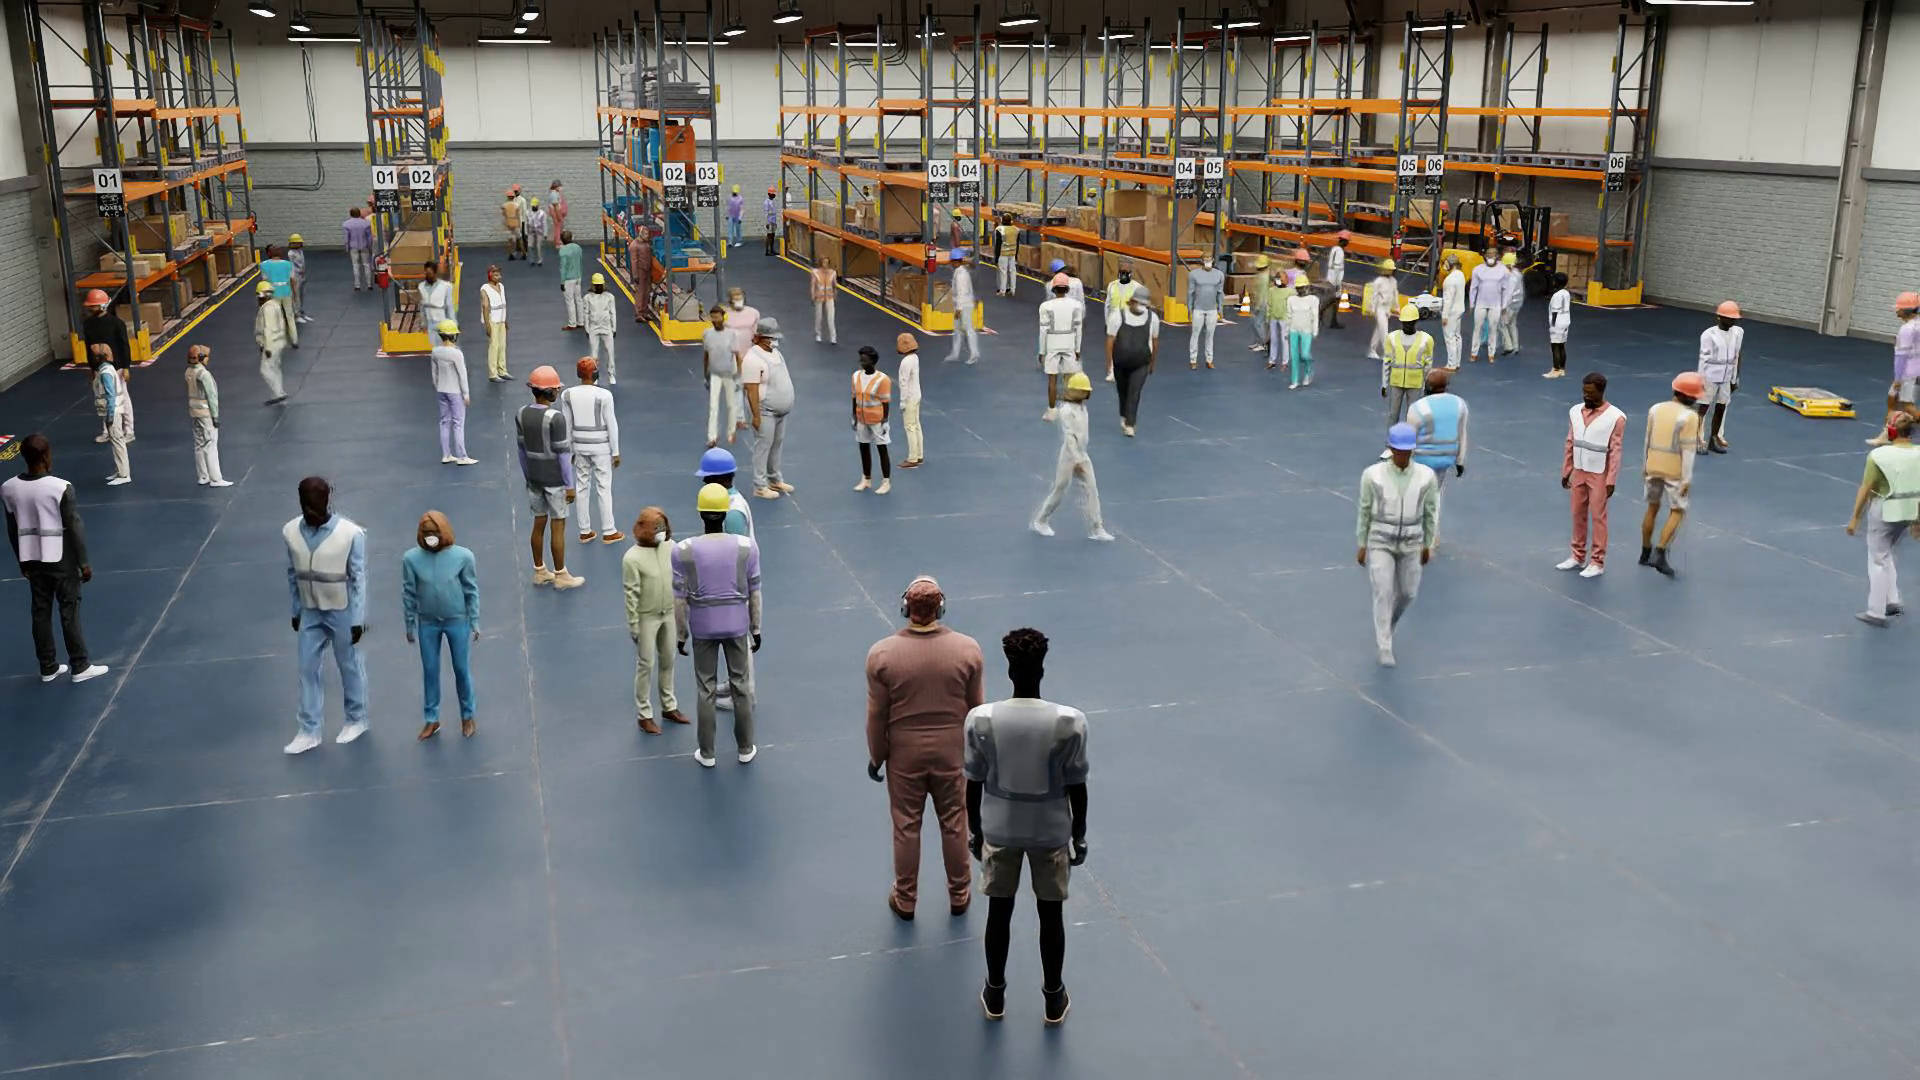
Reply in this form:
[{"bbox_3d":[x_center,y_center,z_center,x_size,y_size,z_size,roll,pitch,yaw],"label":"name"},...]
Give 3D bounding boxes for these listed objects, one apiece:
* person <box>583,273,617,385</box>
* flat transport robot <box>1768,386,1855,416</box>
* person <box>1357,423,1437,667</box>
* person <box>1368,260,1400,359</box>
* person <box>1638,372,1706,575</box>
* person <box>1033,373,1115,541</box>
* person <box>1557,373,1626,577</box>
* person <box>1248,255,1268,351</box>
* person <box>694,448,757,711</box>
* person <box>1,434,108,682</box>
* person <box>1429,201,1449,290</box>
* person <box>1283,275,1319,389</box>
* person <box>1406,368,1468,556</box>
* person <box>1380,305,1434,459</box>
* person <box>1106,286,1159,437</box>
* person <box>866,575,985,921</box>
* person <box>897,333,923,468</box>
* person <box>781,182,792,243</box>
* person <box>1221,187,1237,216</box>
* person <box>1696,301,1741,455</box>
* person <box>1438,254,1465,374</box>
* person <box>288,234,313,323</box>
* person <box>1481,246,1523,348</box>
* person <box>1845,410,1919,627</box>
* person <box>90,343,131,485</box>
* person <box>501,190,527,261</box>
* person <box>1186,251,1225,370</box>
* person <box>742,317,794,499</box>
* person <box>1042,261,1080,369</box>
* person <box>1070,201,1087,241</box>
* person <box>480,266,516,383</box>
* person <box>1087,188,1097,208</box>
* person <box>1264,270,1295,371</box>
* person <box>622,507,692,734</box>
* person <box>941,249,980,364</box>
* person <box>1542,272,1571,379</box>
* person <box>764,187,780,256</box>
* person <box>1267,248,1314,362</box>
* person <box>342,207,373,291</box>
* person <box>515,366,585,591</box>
[{"bbox_3d":[-5.584,-3.278,25.863,0.486,1.736,0.320,-3,15,-12],"label":"person"},{"bbox_3d":[12.203,-2.001,23.858,0.652,0.197,1.431,1,15,5],"label":"flat transport robot"},{"bbox_3d":[3.428,0.000,13.152,0.612,1.929,0.676,1,15,2],"label":"person"},{"bbox_3d":[7.266,-3.890,28.208,0.510,1.694,0.876,-10,18,-32],"label":"person"},{"bbox_3d":[6.577,-0.643,15.625,0.561,1.910,0.685,-8,17,-27],"label":"person"},{"bbox_3d":[1.137,-0.843,16.755,0.848,1.701,0.491,10,18,33],"label":"person"},{"bbox_3d":[5.892,-0.620,15.536,0.411,1.907,0.600,-8,17,-29],"label":"person"},{"bbox_3d":[5.264,-4.159,29.217,0.379,1.707,0.604,-1,15,-4],"label":"person"},{"bbox_3d":[-1.692,0.276,12.106,0.420,1.937,0.607,-4,15,-15],"label":"person"},{"bbox_3d":[-6.898,0.147,12.612,0.593,1.922,0.391,2,15,7],"label":"person"},{"bbox_3d":[11.139,-6.846,38.714,0.404,2.034,0.609,1,15,3],"label":"person"},{"bbox_3d":[5.199,-3.180,25.456,0.541,1.750,0.368,9,17,31],"label":"person"},{"bbox_3d":[4.565,-0.778,16.272,0.661,1.823,0.596,-5,16,-17],"label":"person"},{"bbox_3d":[5.470,-1.926,20.404,0.593,1.925,0.384,7,16,25],"label":"person"},{"bbox_3d":[2.297,-2.449,22.151,0.690,2.000,1.023,2,15,9],"label":"person"},{"bbox_3d":[-0.187,1.122,8.970,0.639,1.911,0.402,-2,15,-7],"label":"person"},{"bbox_3d":[-0.617,-1.684,20.076,0.287,1.626,0.497,3,15,12],"label":"person"},{"bbox_3d":[-5.225,-9.777,49.943,0.372,1.928,0.543,-4,15,-16],"label":"person"},{"bbox_3d":[7.626,-9.165,47.685,0.633,1.896,0.980,2,15,7],"label":"person"},{"bbox_3d":[9.473,-2.019,20.760,0.552,1.928,0.390,-4,15,-15],"label":"person"},{"bbox_3d":[7.963,-3.659,26.933,0.383,1.928,0.629,9,17,30],"label":"person"},{"bbox_3d":[-13.144,-5.208,33.108,0.302,1.742,0.493,1,15,4],"label":"person"},{"bbox_3d":[9.733,-4.294,29.546,0.884,1.799,0.591,10,18,32],"label":"person"},{"bbox_3d":[7.819,-0.177,14.020,0.582,1.829,0.455,-4,15,-15],"label":"person"},{"bbox_3d":[-9.799,-1.454,19.182,0.307,1.637,0.525,-8,17,-26],"label":"person"},{"bbox_3d":[-12.259,-8.625,45.643,0.593,1.915,0.429,-3,15,-10],"label":"person"},{"bbox_3d":[4.021,-3.763,27.293,0.629,1.940,0.373,-2,15,-7],"label":"person"},{"bbox_3d":[-2.112,-1.486,18.527,0.536,2.000,0.686,5,16,18],"label":"person"},{"bbox_3d":[1.654,-3.661,27.175,0.580,1.801,0.564,-1,15,-3],"label":"person"},{"bbox_3d":[3.045,-7.661,42.149,0.541,1.833,0.874,-4,15,-15],"label":"person"},{"bbox_3d":[-7.295,-3.387,26.091,0.407,1.830,0.576,4,15,14],"label":"person"},{"bbox_3d":[3.975,-9.777,50.324,0.343,1.734,0.483,3,15,12],"label":"person"},{"bbox_3d":[5.232,-3.593,27.247,0.525,1.630,0.299,12,19,38],"label":"person"},{"bbox_3d":[-2.133,0.553,11.655,0.295,1.623,0.507,10,18,34],"label":"person"},{"bbox_3d":[0.036,-3.904,27.919,0.672,1.913,0.625,-1,15,-4],"label":"person"},{"bbox_3d":[9.526,-3.416,26.465,0.322,1.689,0.531,11,18,35],"label":"person"},{"bbox_3d":[-5.318,-9.009,47.054,0.383,1.928,0.545,5,16,20],"label":"person"},{"bbox_3d":[5.651,-3.981,28.161,0.800,1.920,0.552,13,20,41],"label":"person"},{"bbox_3d":[-13.884,-6.713,38.402,0.627,1.936,0.376,-7,16,-25],"label":"person"},{"bbox_3d":[-3.705,-0.559,15.033,0.615,2.043,0.373,10,18,33],"label":"person"}]
